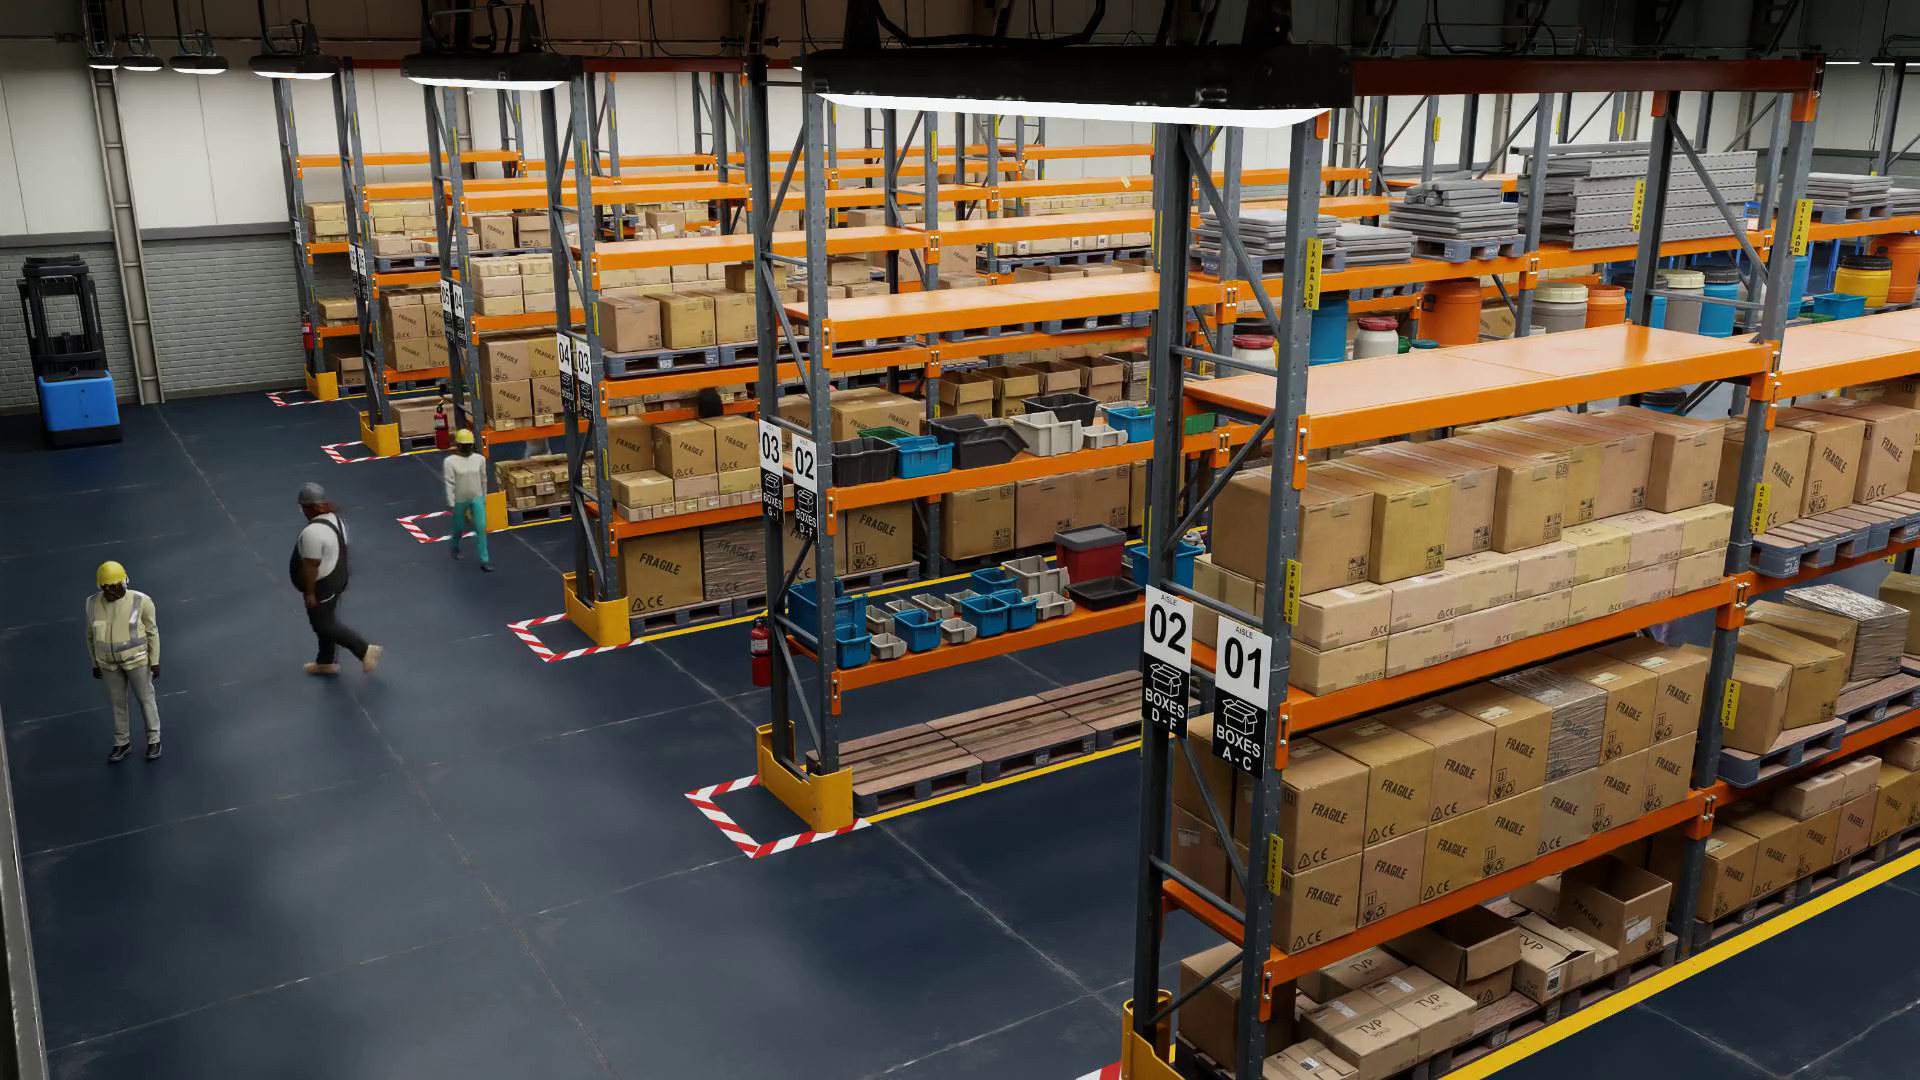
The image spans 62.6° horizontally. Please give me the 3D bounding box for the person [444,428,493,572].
[{"bbox_3d":[-6.011,-0.529,19.205,0.525,1.735,0.809,-11,20,-31],"label":"person"}]

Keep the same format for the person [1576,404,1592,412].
[{"bbox_3d":[10.368,-2.554,26.040,0.394,1.617,0.517,4,17,11],"label":"person"}]

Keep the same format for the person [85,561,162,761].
[{"bbox_3d":[-7.342,1.053,13.861,0.587,1.830,0.403,-2,17,-7],"label":"person"}]

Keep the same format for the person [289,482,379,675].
[{"bbox_3d":[-6.246,0.411,15.683,0.769,2.000,0.691,-1,17,-3],"label":"person"}]

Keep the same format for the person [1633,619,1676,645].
[{"bbox_3d":[6.283,0.818,14.483,0.800,1.920,0.628,-15,22,-39],"label":"person"}]

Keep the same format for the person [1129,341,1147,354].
[{"bbox_3d":[2.615,-1.974,23.529,0.513,1.973,0.633,-14,22,-39],"label":"person"}]

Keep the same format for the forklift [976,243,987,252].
[{"bbox_3d":[0.988,-5.474,34.718,1.214,2.155,2.313,-10,20,-31],"label":"forklift"}]

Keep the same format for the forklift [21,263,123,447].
[{"bbox_3d":[-14.518,-3.079,25.708,1.129,2.768,1.873,-10,20,-31],"label":"forklift"}]

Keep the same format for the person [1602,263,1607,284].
[{"bbox_3d":[15.089,-6.071,37.571,0.520,1.627,0.407,-1,17,-3],"label":"person"}]

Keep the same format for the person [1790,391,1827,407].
[{"bbox_3d":[12.460,-1.834,23.270,0.328,1.865,0.521,-12,21,-34],"label":"person"}]

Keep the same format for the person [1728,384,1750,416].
[{"bbox_3d":[11.729,-1.989,23.668,0.371,1.929,0.585,-2,17,-6],"label":"person"}]

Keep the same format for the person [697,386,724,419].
[{"bbox_3d":[-3.352,-1.441,21.775,0.519,1.979,0.644,-12,21,-35],"label":"person"}]

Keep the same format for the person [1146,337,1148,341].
[{"bbox_3d":[3.015,-2.291,24.728,0.355,1.887,0.573,-13,21,-37],"label":"person"}]

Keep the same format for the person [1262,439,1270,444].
[{"bbox_3d":[4.913,-2.202,24.398,0.861,1.911,0.615,-8,19,-23],"label":"person"}]

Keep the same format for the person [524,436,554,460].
[{"bbox_3d":[-6.015,-1.679,22.848,0.880,1.807,0.655,-12,21,-34],"label":"person"}]

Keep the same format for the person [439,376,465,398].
[{"bbox_3d":[-8.796,-3.005,27.087,0.563,1.886,1.005,15,23,41],"label":"person"}]

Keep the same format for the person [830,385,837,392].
[{"bbox_3d":[-1.658,-0.958,20.094,0.372,2.044,0.607,-12,21,-34],"label":"person"}]

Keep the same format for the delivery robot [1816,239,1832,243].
[{"bbox_3d":[28.642,-10.084,52.441,0.707,0.478,0.477,14,22,38],"label":"delivery robot"}]

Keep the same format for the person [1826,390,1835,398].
[{"bbox_3d":[12.914,-1.680,23.129,0.539,1.666,0.782,-1,17,-5],"label":"person"}]
